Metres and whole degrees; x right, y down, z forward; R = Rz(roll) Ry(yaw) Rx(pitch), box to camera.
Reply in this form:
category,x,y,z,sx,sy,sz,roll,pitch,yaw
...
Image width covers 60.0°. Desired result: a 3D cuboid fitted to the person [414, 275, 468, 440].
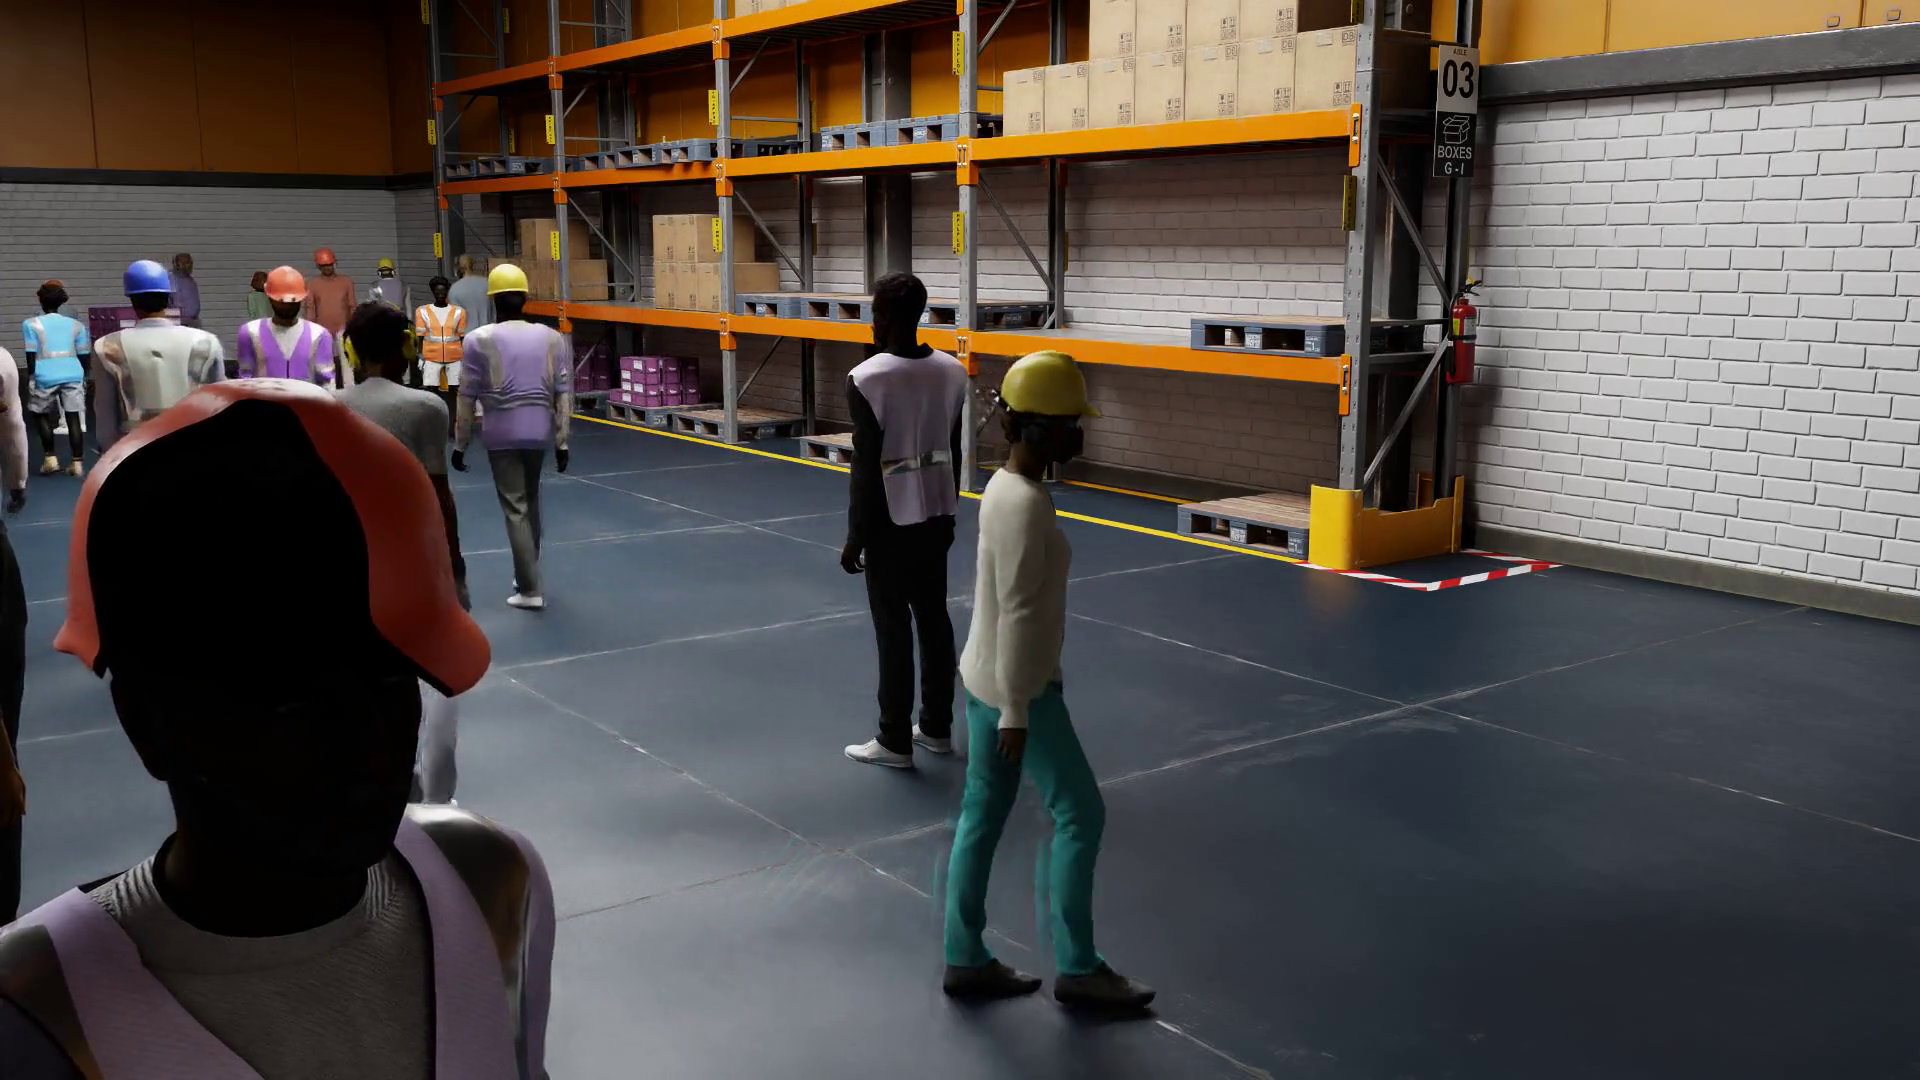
category,x,y,z,sx,sy,sz,roll,pitch,yaw
person,-5.274,-1.839,16.954,0.533,1.697,0.318,-4,11,-21

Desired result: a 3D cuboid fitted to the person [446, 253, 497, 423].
category,x,y,z,sx,sy,sz,roll,pitch,yaw
person,-5.377,-2.236,18.559,0.592,1.919,0.663,10,14,43

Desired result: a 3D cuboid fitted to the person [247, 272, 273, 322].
category,x,y,z,sx,sy,sz,roll,pitch,yaw
person,-9.630,-2.886,22.994,0.279,1.634,0.497,2,10,12

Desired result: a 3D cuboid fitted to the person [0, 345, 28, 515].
category,x,y,z,sx,sy,sz,roll,pitch,yaw
person,-4.671,-0.282,7.692,0.660,1.889,0.423,-5,11,-27

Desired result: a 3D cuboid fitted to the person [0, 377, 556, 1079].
category,x,y,z,sx,sy,sz,roll,pitch,yaw
person,-0.460,0.847,1.238,0.375,1.935,0.551,6,12,30

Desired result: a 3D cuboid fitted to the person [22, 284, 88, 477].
category,x,y,z,sx,sy,sz,roll,pitch,yaw
person,-7.845,-1.385,14.467,0.533,1.665,0.549,9,13,40

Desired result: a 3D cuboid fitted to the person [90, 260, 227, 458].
category,x,y,z,sx,sy,sz,roll,pitch,yaw
person,-3.940,-0.413,8.274,0.623,1.937,0.457,-5,11,-26

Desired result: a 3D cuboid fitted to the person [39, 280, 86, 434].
category,x,y,z,sx,sy,sz,roll,pitch,yaw
person,-9.566,-1.941,17.700,0.267,1.632,0.509,3,10,15

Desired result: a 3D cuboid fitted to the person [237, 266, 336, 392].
category,x,y,z,sx,sy,sz,roll,pitch,yaw
person,-4.075,-0.711,10.127,0.563,1.874,1.011,-6,12,-29

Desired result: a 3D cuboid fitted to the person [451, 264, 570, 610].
category,x,y,z,sx,sy,sz,roll,pitch,yaw
person,-2.542,-0.576,9.306,0.606,1.901,0.769,-9,14,-42

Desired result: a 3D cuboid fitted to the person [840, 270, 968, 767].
category,x,y,z,sx,sy,sz,roll,pitch,yaw
person,-0.211,-0.072,6.450,0.391,1.914,0.593,9,13,40

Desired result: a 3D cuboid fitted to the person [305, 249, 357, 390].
category,x,y,z,sx,sy,sz,roll,pitch,yaw
person,-7.748,-2.607,20.558,0.625,1.939,1.013,-5,11,-24

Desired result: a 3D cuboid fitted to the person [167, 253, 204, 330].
category,x,y,z,sx,sy,sz,roll,pitch,yaw
person,-10.831,-3.086,23.444,0.826,1.878,0.660,1,10,6

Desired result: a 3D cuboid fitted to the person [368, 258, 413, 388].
category,x,y,z,sx,sy,sz,roll,pitch,yaw
person,-7.825,-2.957,22.857,0.586,1.825,0.404,-6,12,-31

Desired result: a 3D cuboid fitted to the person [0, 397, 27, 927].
category,x,y,z,sx,sy,sz,roll,pitch,yaw
person,-2.234,0.445,3.747,0.340,1.845,0.513,-10,14,-44

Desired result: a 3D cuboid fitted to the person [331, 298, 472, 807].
category,x,y,z,sx,sy,sz,roll,pitch,yaw
person,-1.916,0.119,5.615,0.556,1.835,0.485,3,10,14

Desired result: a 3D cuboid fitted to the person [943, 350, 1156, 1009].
category,x,y,z,sx,sy,sz,roll,pitch,yaw
person,0.262,0.380,4.366,0.685,1.739,0.555,-1,10,-4
